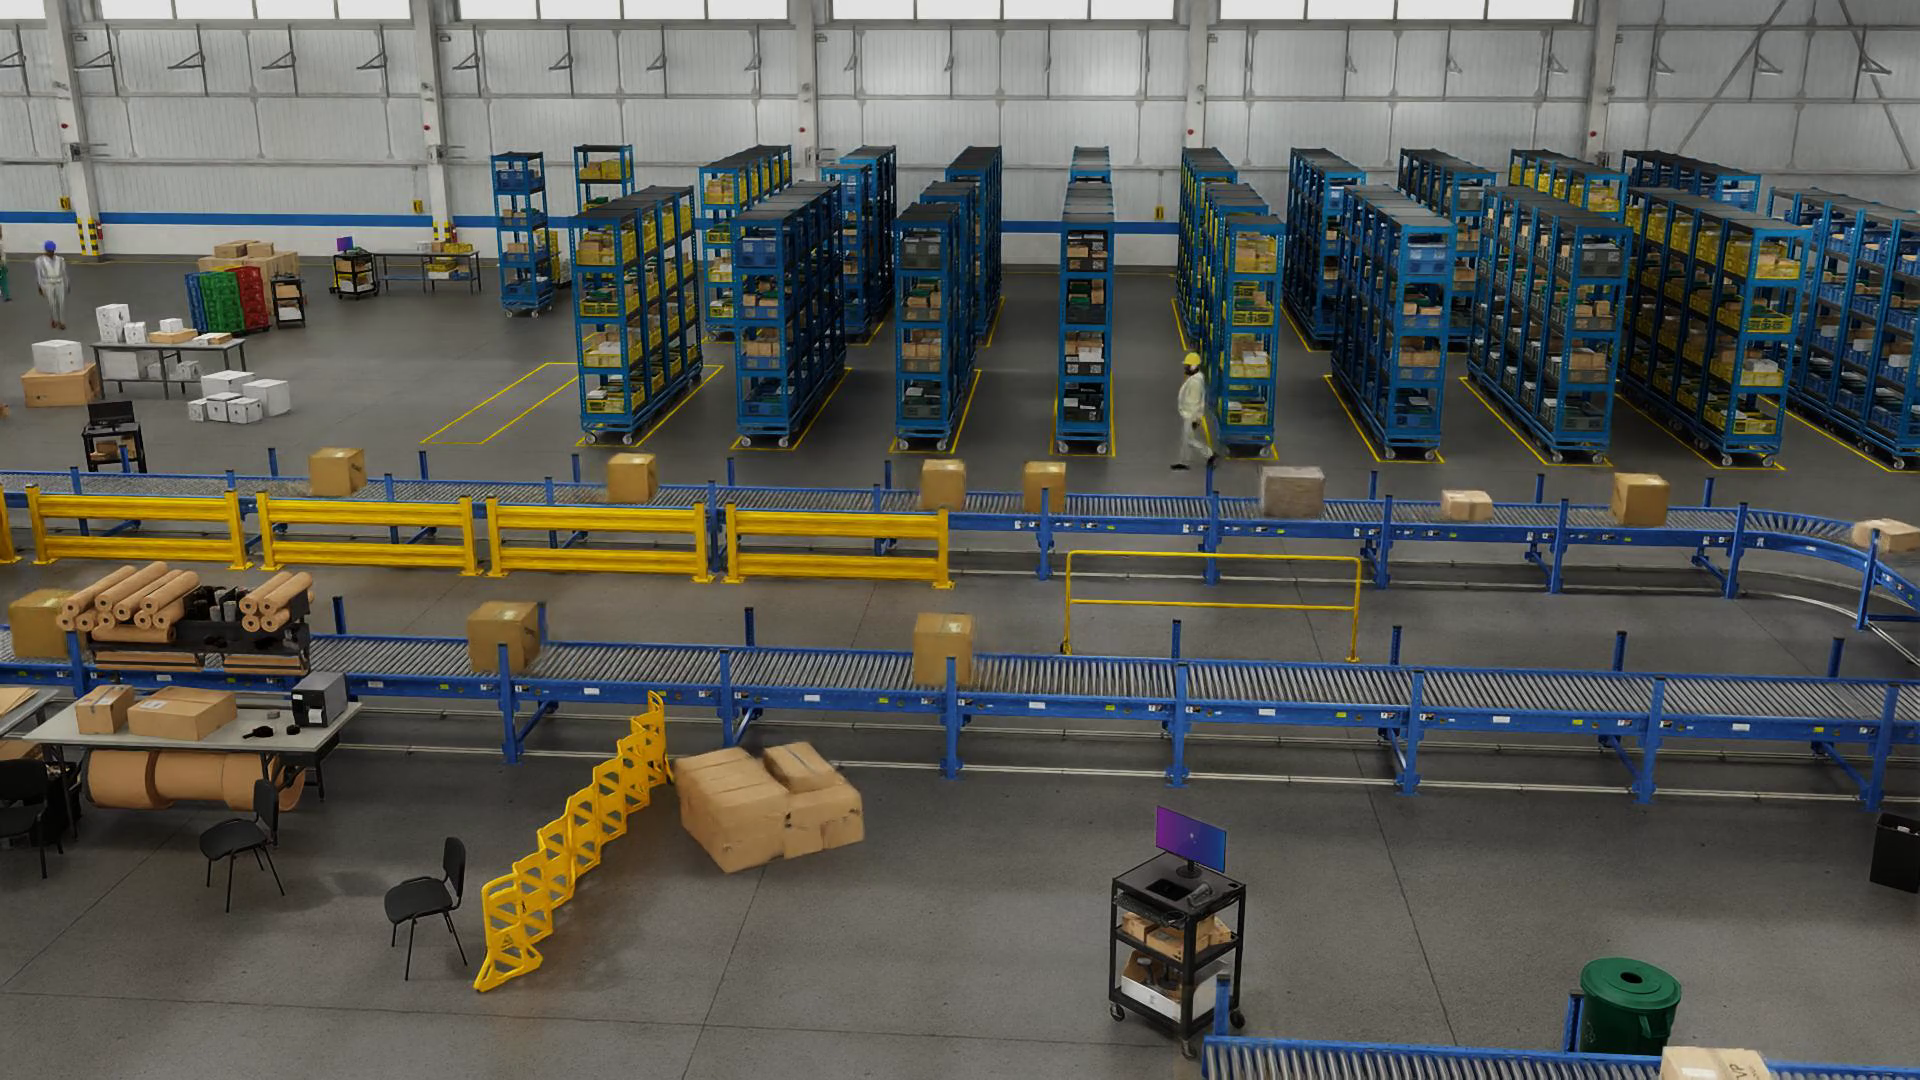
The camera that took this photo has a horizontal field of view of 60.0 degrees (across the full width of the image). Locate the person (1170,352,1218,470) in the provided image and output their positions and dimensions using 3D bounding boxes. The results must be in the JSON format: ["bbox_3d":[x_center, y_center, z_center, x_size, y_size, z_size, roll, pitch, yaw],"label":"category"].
[{"bbox_3d":[3.481,-1.881,24.561,0.630,1.815,0.598,3,18,10],"label":"person"}]

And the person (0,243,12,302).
[{"bbox_3d":[-22.752,-6.471,39.223,0.537,1.748,0.564,0,17,-1],"label":"person"}]

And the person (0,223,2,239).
[{"bbox_3d":[-25.802,-8.163,44.196,0.611,1.995,0.375,-12,21,-34],"label":"person"}]

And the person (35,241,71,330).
[{"bbox_3d":[-19.436,-5.457,35.720,0.558,1.919,0.631,15,23,39],"label":"person"}]
